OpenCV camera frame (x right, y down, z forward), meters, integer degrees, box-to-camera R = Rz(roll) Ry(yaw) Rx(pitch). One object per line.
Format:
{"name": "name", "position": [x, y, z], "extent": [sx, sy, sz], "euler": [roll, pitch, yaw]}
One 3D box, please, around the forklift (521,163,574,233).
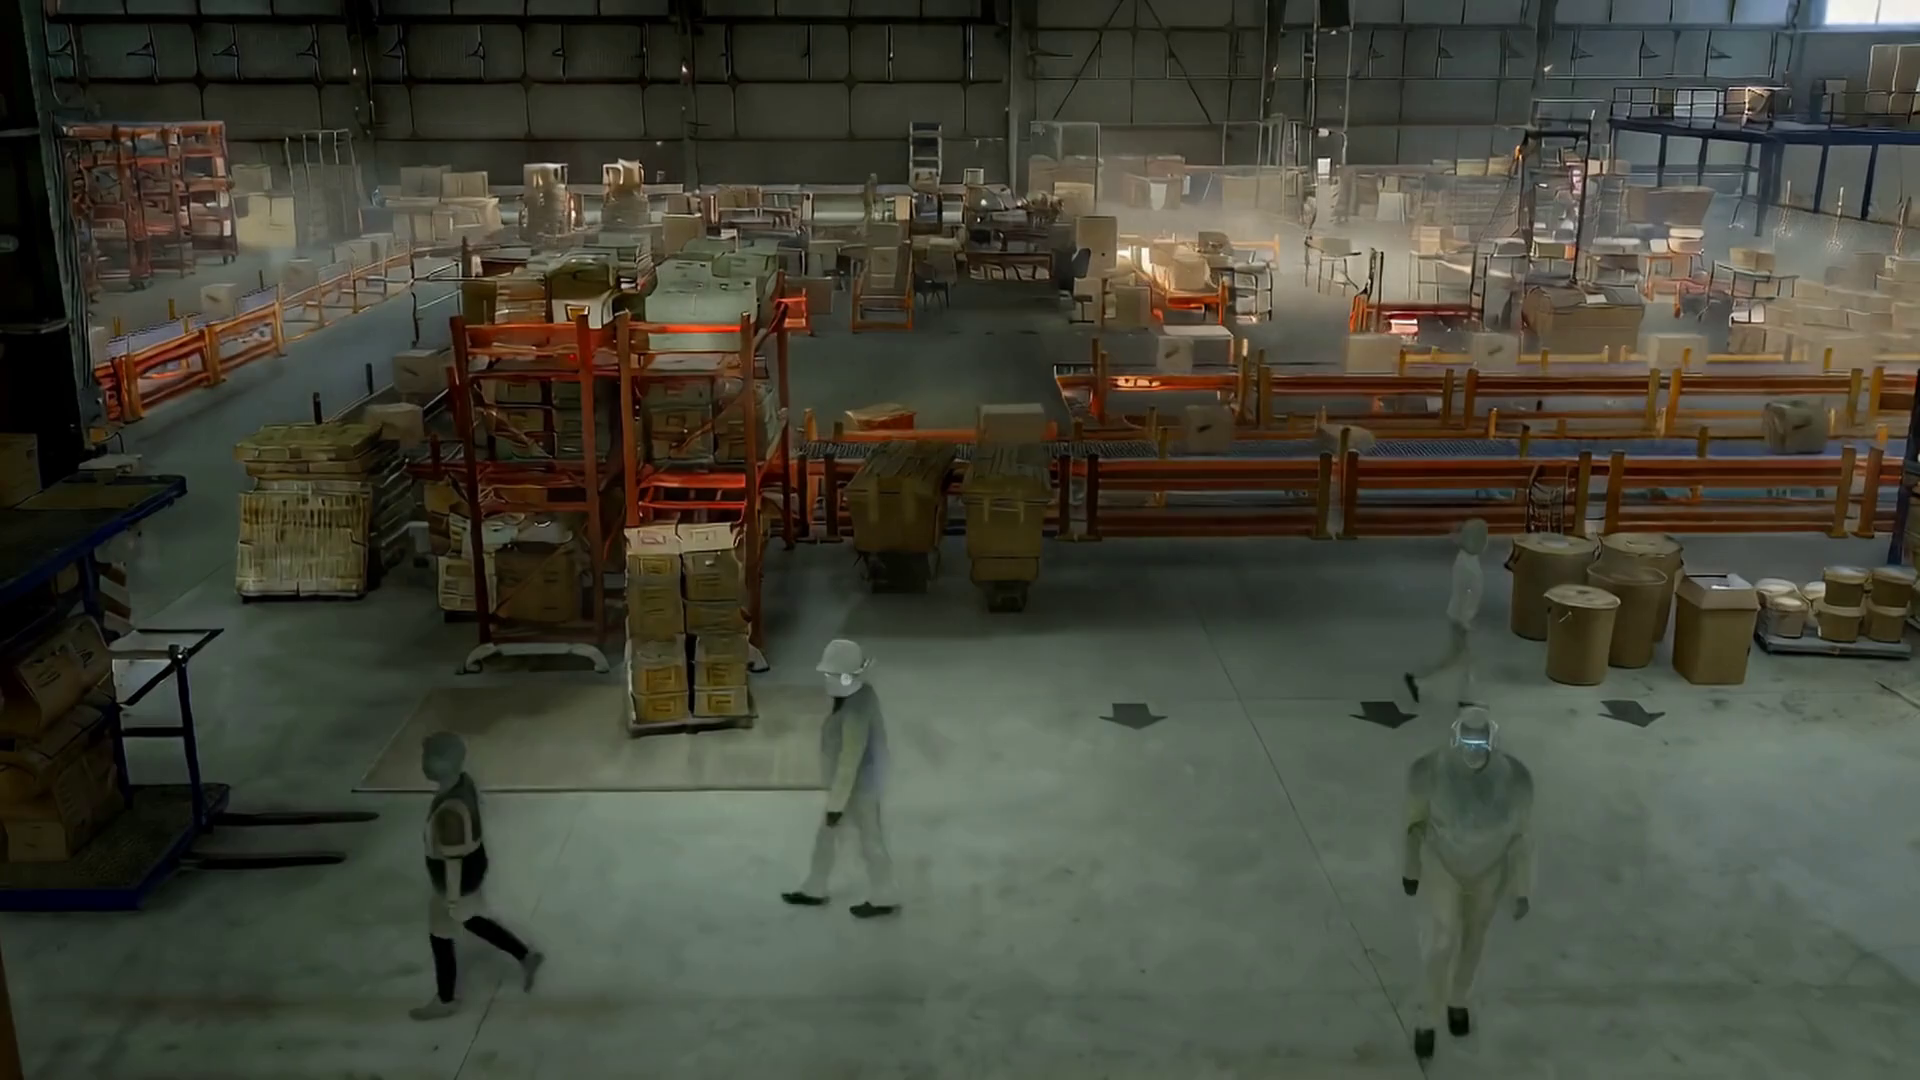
{"name": "forklift", "position": [-12.233, -10.122, 49.298], "extent": [1.157, 1.987, 2.680], "euler": [0, 16, -1]}

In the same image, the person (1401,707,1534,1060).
{"name": "person", "position": [2.638, 1.788, 8.647], "extent": [0.648, 1.885, 0.727], "euler": [2, 16, 7]}

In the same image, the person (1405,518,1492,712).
{"name": "person", "position": [3.948, 0.598, 13.249], "extent": [0.609, 1.613, 0.509], "euler": [6, 17, 21]}

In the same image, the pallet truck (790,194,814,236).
{"name": "pallet truck", "position": [-4.814, -9.883, 50.259], "extent": [0.704, 1.261, 1.522], "euler": [-1, 16, -3]}

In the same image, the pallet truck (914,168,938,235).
{"name": "pallet truck", "position": [-0.989, -10.316, 50.507], "extent": [0.823, 1.965, 1.885], "euler": [1, 16, 3]}

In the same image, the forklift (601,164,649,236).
{"name": "forklift", "position": [-9.948, -10.127, 49.296], "extent": [1.157, 1.987, 2.680], "euler": [-1, 16, -3]}

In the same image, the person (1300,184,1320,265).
{"name": "person", "position": [9.006, -8.115, 42.773], "extent": [0.372, 2.044, 0.607], "euler": [10, 19, 31]}

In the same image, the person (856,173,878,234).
{"name": "person", "position": [-2.747, -10.055, 49.814], "extent": [0.657, 1.877, 0.661], "euler": [9, 18, 29]}

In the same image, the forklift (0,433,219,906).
{"name": "forklift", "position": [-5.952, 0.780, 10.366], "extent": [1.873, 2.768, 1.129], "euler": [0, 16, -1]}

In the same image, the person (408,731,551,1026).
{"name": "person", "position": [-2.640, 1.802, 8.937], "extent": [0.699, 1.679, 0.535], "euler": [-2, 16, -5]}

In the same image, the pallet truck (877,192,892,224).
{"name": "pallet truck", "position": [-2.277, -9.986, 50.594], "extent": [0.653, 1.274, 1.630], "euler": [0, 16, -1]}

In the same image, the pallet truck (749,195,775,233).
{"name": "pallet truck", "position": [-6.051, -9.967, 50.660], "extent": [0.680, 1.201, 1.601], "euler": [0, 16, -1]}

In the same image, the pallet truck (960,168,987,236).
{"name": "pallet truck", "position": [0.383, -10.230, 50.206], "extent": [0.823, 1.965, 1.885], "euler": [-1, 16, -3]}

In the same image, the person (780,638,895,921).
{"name": "person", "position": [-0.763, 1.453, 9.933], "extent": [0.807, 1.800, 0.626], "euler": [-1, 16, -5]}
